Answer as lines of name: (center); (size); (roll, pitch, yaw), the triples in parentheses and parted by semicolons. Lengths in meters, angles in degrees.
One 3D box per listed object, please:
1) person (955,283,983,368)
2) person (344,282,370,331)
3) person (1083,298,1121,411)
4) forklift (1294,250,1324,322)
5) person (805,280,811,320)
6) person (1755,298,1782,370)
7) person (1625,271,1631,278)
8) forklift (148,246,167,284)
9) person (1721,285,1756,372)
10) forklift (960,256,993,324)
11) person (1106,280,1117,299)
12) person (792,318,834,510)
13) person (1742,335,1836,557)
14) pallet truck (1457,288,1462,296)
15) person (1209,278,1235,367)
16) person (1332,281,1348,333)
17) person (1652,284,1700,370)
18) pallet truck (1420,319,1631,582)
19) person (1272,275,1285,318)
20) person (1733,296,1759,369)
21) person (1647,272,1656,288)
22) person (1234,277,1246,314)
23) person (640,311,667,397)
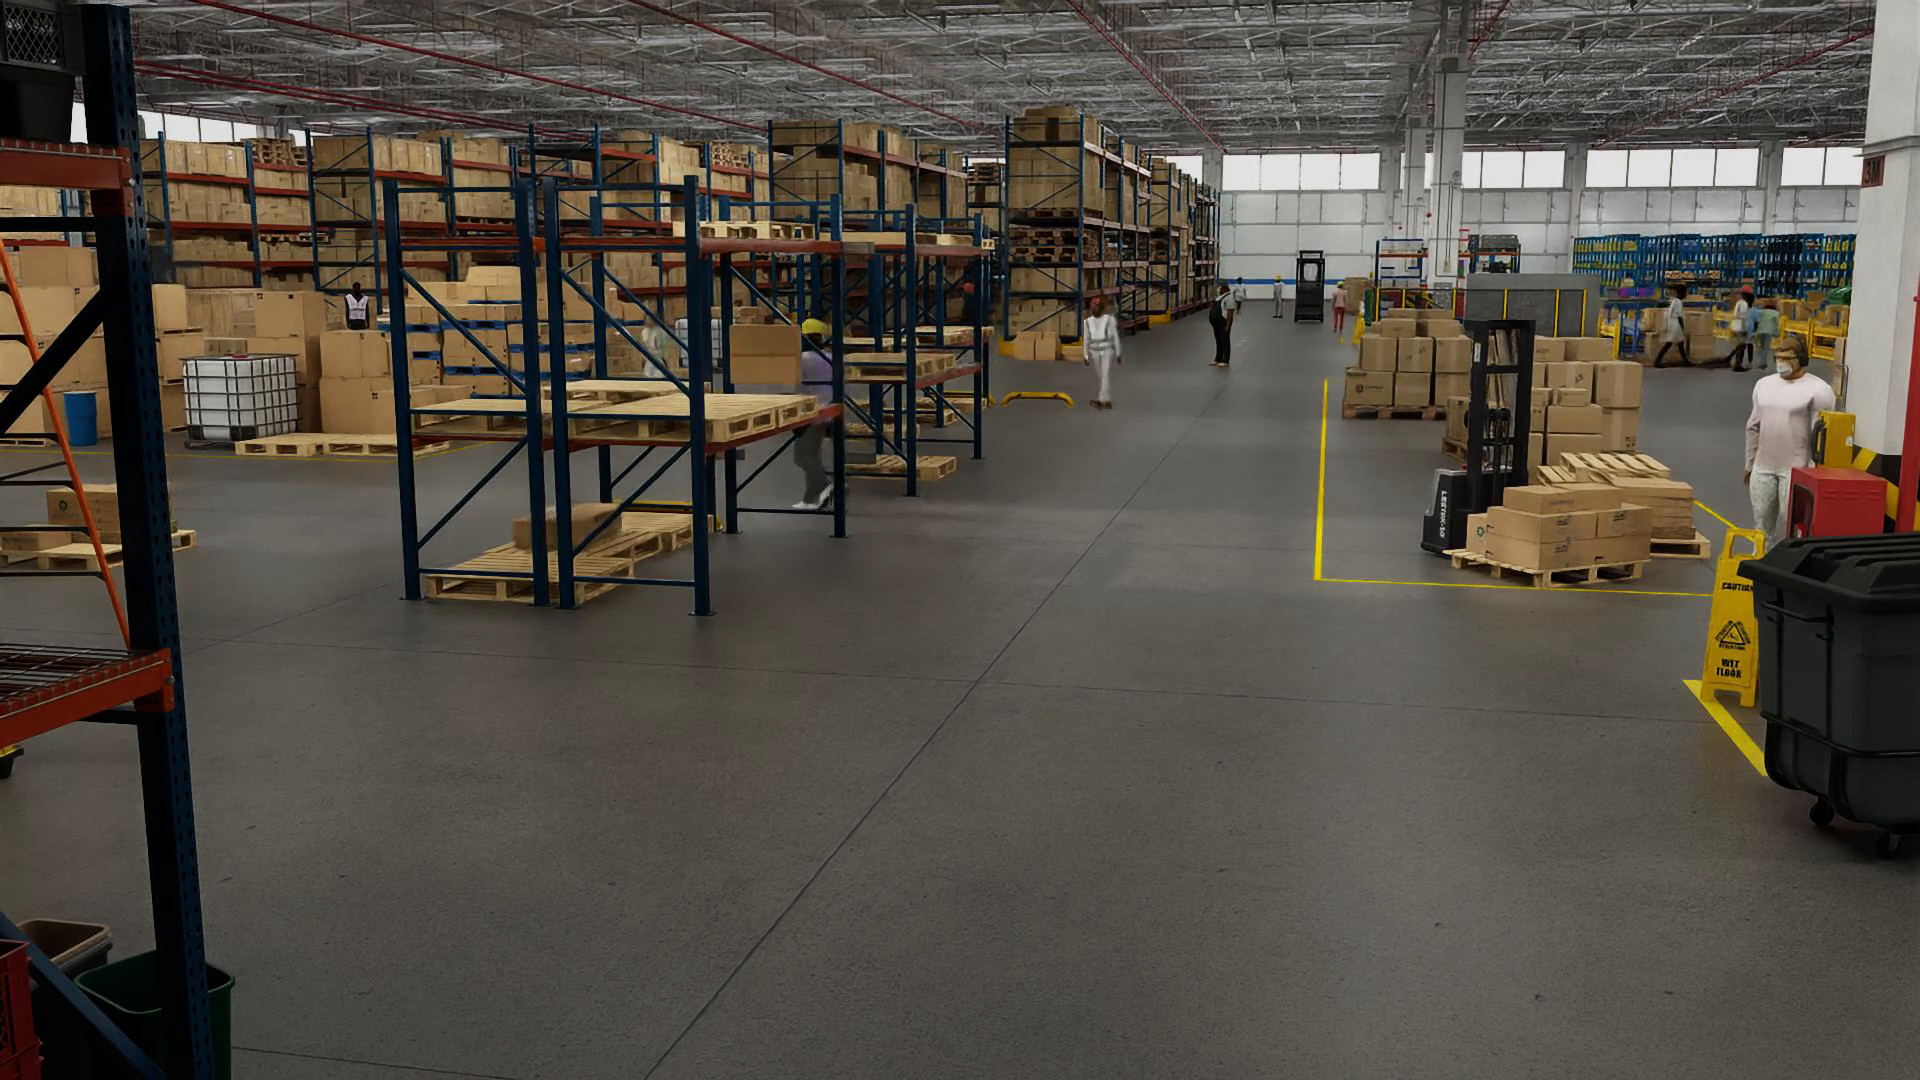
person: (0.166, -4.840, 37.643); (1.024, 1.938, 0.613); (-3, 10, -19)
person: (-14.984, -5.453, 41.385); (0.587, 1.911, 0.397); (-7, 12, -35)
person: (2.301, -3.037, 27.292); (0.626, 1.829, 0.985); (5, 11, 27)
forklift: (13.778, -10.002, 65.433); (1.129, 2.768, 1.873); (2, 10, 12)
person: (-5.615, -8.883, 62.305); (0.533, 1.697, 0.322); (-3, 10, -17)
person: (18.213, -4.634, 37.455); (0.781, 1.597, 0.519); (-8, 12, -38)
person: (32.310, -12.075, 80.490); (0.416, 1.943, 0.608); (5, 11, 26)
forklift: (-21.101, -6.343, 43.768); (1.873, 2.768, 1.129); (-7, 12, -34)
person: (17.202, -4.658, 36.635); (0.500, 1.921, 0.562); (3, 10, 17)
forklift: (0.237, -9.563, 62.833); (1.873, 2.768, 1.129); (2, 10, 11)
person: (6.478, -10.483, 71.069); (0.547, 1.939, 0.376); (-3, 10, -19)
person: (-1.400, -1.212, 16.280); (0.565, 1.907, 0.602); (7, 12, 37)
person: (5.951, -0.512, 12.025); (0.372, 1.939, 0.631); (-6, 11, -30)
pallet truck: (20.506, -9.785, 68.819); (0.653, 1.274, 1.630); (2, 10, 12)
person: (6.005, -5.008, 38.345); (0.536, 2.000, 0.672); (-3, 10, -18)
person: (12.891, -7.898, 56.370); (0.529, 1.738, 0.736); (2, 10, 14)
person: (16.033, -4.751, 37.201); (1.005, 1.914, 0.623); (3, 10, 18)
pallet truck: (4.543, -0.757, 13.299); (0.823, 1.965, 1.885); (-4, 10, -22)
person: (13.442, -10.278, 70.212); (0.404, 1.826, 0.593); (-6, 12, -33)
person: (17.723, -4.691, 37.479); (0.322, 1.697, 0.531); (-5, 11, -26)
person: (36.520, -13.238, 87.845); (0.585, 1.788, 0.982); (-2, 10, -10)
person: (12.701, -11.117, 75.639); (0.535, 1.662, 0.833); (-2, 10, -14)
person: (-5.029, -2.939, 27.304); (0.544, 1.623, 0.381); (5, 11, 28)
